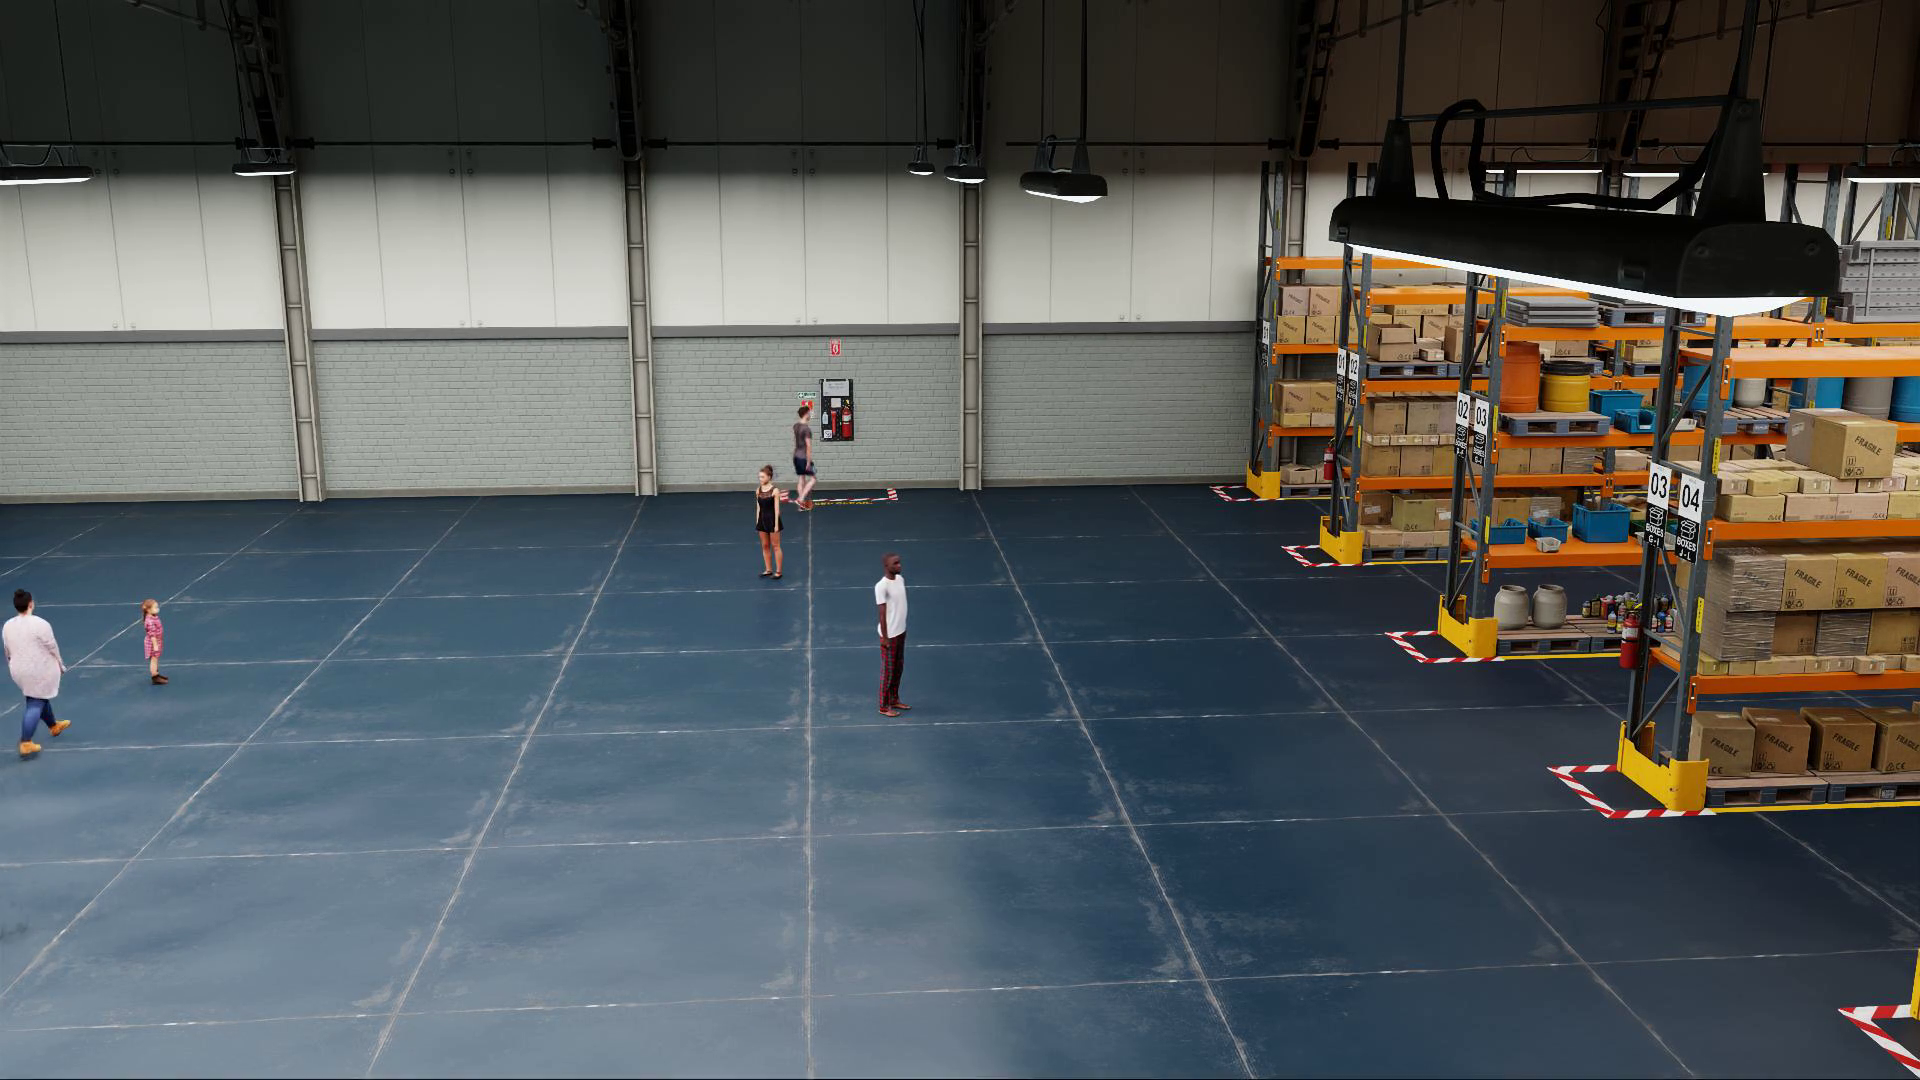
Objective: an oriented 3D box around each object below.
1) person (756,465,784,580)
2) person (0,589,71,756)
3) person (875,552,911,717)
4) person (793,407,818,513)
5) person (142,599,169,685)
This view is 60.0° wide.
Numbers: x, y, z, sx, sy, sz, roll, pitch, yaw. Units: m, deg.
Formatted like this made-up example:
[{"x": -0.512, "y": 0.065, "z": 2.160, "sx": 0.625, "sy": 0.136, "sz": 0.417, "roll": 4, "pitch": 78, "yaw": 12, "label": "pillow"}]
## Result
[{"x": -2.802, "y": -0.268, "z": 24.489, "sx": 0.672, "sy": 1.681, "sz": 0.752, "roll": 8, "pitch": 15, "yaw": 31, "label": "person"}, {"x": -9.673, "y": 1.392, "z": 17.274, "sx": 1.126, "sy": 1.700, "sz": 0.963, "roll": 3, "pitch": 13, "yaw": 13, "label": "person"}, {"x": -0.767, "y": 1.027, "z": 18.554, "sx": 0.723, "sy": 1.836, "sz": 0.735, "roll": 6, "pitch": 14, "yaw": 25, "label": "person"}, {"x": -2.809, "y": -1.397, "z": 29.009, "sx": 0.873, "sy": 1.841, "sz": 0.814, "roll": -11, "pitch": 17, "yaw": -39, "label": "person"}, {"x": -9.528, "y": 1.191, "z": 19.648, "sx": 0.504, "sy": 1.022, "sz": 0.480, "roll": -6, "pitch": 14, "yaw": -23, "label": "person"}]
